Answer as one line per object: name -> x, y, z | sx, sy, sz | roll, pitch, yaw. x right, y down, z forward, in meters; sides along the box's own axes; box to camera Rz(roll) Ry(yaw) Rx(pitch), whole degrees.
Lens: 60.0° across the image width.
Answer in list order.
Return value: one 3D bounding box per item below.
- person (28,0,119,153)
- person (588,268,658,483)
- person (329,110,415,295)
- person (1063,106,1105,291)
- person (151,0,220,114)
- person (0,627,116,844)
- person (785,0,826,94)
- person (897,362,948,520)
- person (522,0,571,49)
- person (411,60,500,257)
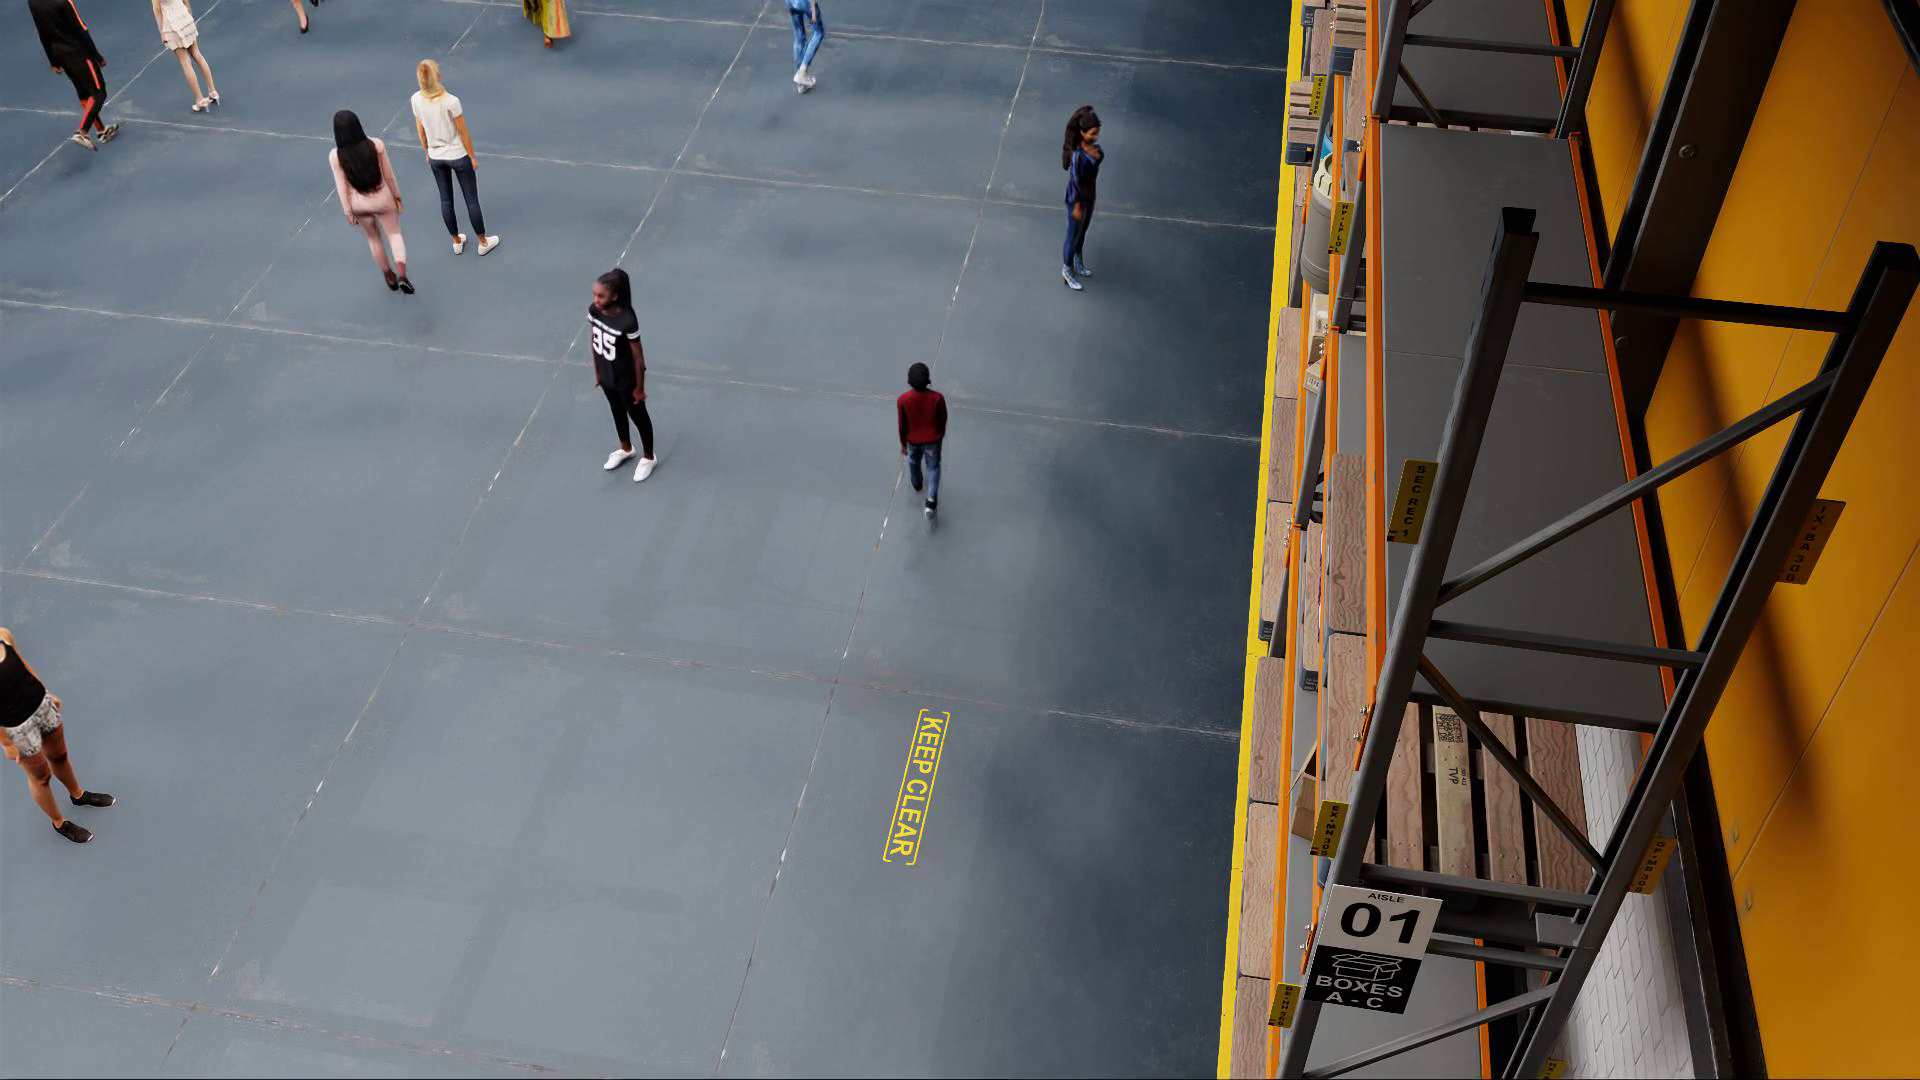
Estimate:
person -> -8.281, -4.461, 15.444 | 0.706, 1.797, 0.966 | 14, 45, 15
person -> -2.458, -1.196, 12.067 | 0.694, 1.728, 0.701 | 24, 48, 23
person -> -4.800, -2.705, 13.668 | 0.903, 1.706, 1.004 | -19, 47, -19
person -> 1.011, -2.859, 13.891 | 0.727, 1.621, 0.589 | 20, 47, 20
person -> -7.519, -4.951, 16.005 | 0.669, 1.734, 0.526 | 16, 46, 16
person -> -5.438, 1.023, 9.653 | 0.677, 1.846, 0.444 | 7, 44, 8
person -> -1.602, -5.150, 16.193 | 0.684, 1.773, 0.751 | 23, 48, 22
person -> -0.259, -0.714, 11.912 | 0.566, 1.246, 0.833 | 1, 44, 1
person -> -4.417, -6.010, 17.201 | 0.951, 1.628, 1.235 | -5, 44, -5
person -> -4.346, -3.241, 14.156 | 0.592, 1.809, 0.496 | 7, 44, 7
